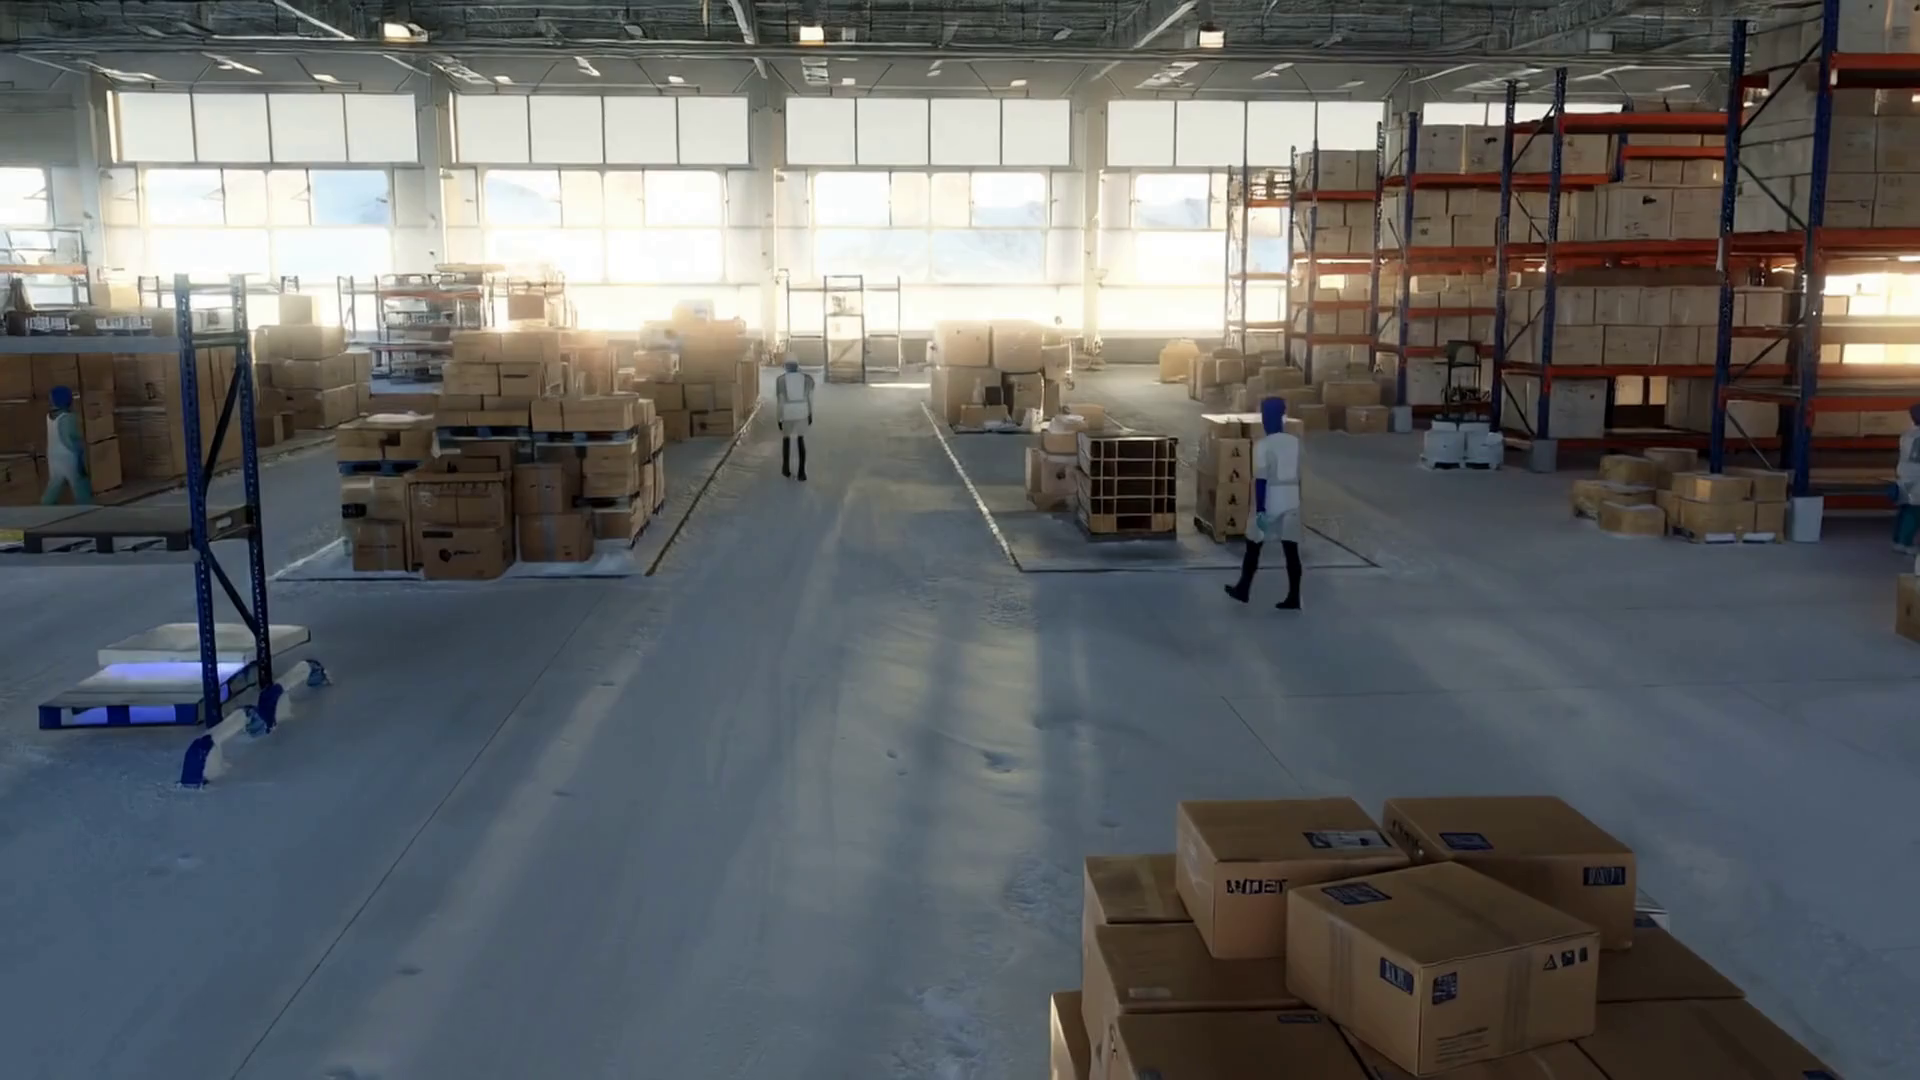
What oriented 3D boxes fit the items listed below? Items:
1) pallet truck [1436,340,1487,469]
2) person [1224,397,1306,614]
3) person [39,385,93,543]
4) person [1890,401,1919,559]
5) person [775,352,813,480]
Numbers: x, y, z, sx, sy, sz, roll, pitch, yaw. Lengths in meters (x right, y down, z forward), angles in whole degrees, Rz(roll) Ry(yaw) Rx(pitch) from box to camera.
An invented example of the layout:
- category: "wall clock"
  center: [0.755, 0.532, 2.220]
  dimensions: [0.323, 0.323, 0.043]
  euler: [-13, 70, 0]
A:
- category: "pallet truck"
  center: [8.004, -2.170, 26.422]
  dimensions: [0.823, 1.965, 1.885]
  euler: [2, 9, 14]
- category: "person"
  center: [2.794, -0.329, 15.065]
  dimensions: [0.607, 1.920, 0.958]
  euler: [-5, 10, -27]
- category: "person"
  center: [-10.117, -0.847, 18.772]
  dimensions: [0.525, 1.795, 1.034]
  euler: [2, 9, 15]
- category: "person"
  center: [10.208, -0.649, 17.799]
  dimensions: [0.322, 1.699, 0.536]
  euler: [1, 9, 6]
- category: "person"
  center: [-2.467, -1.845, 24.759]
  dimensions: [0.563, 1.883, 1.012]
  euler: [-2, 9, -12]
